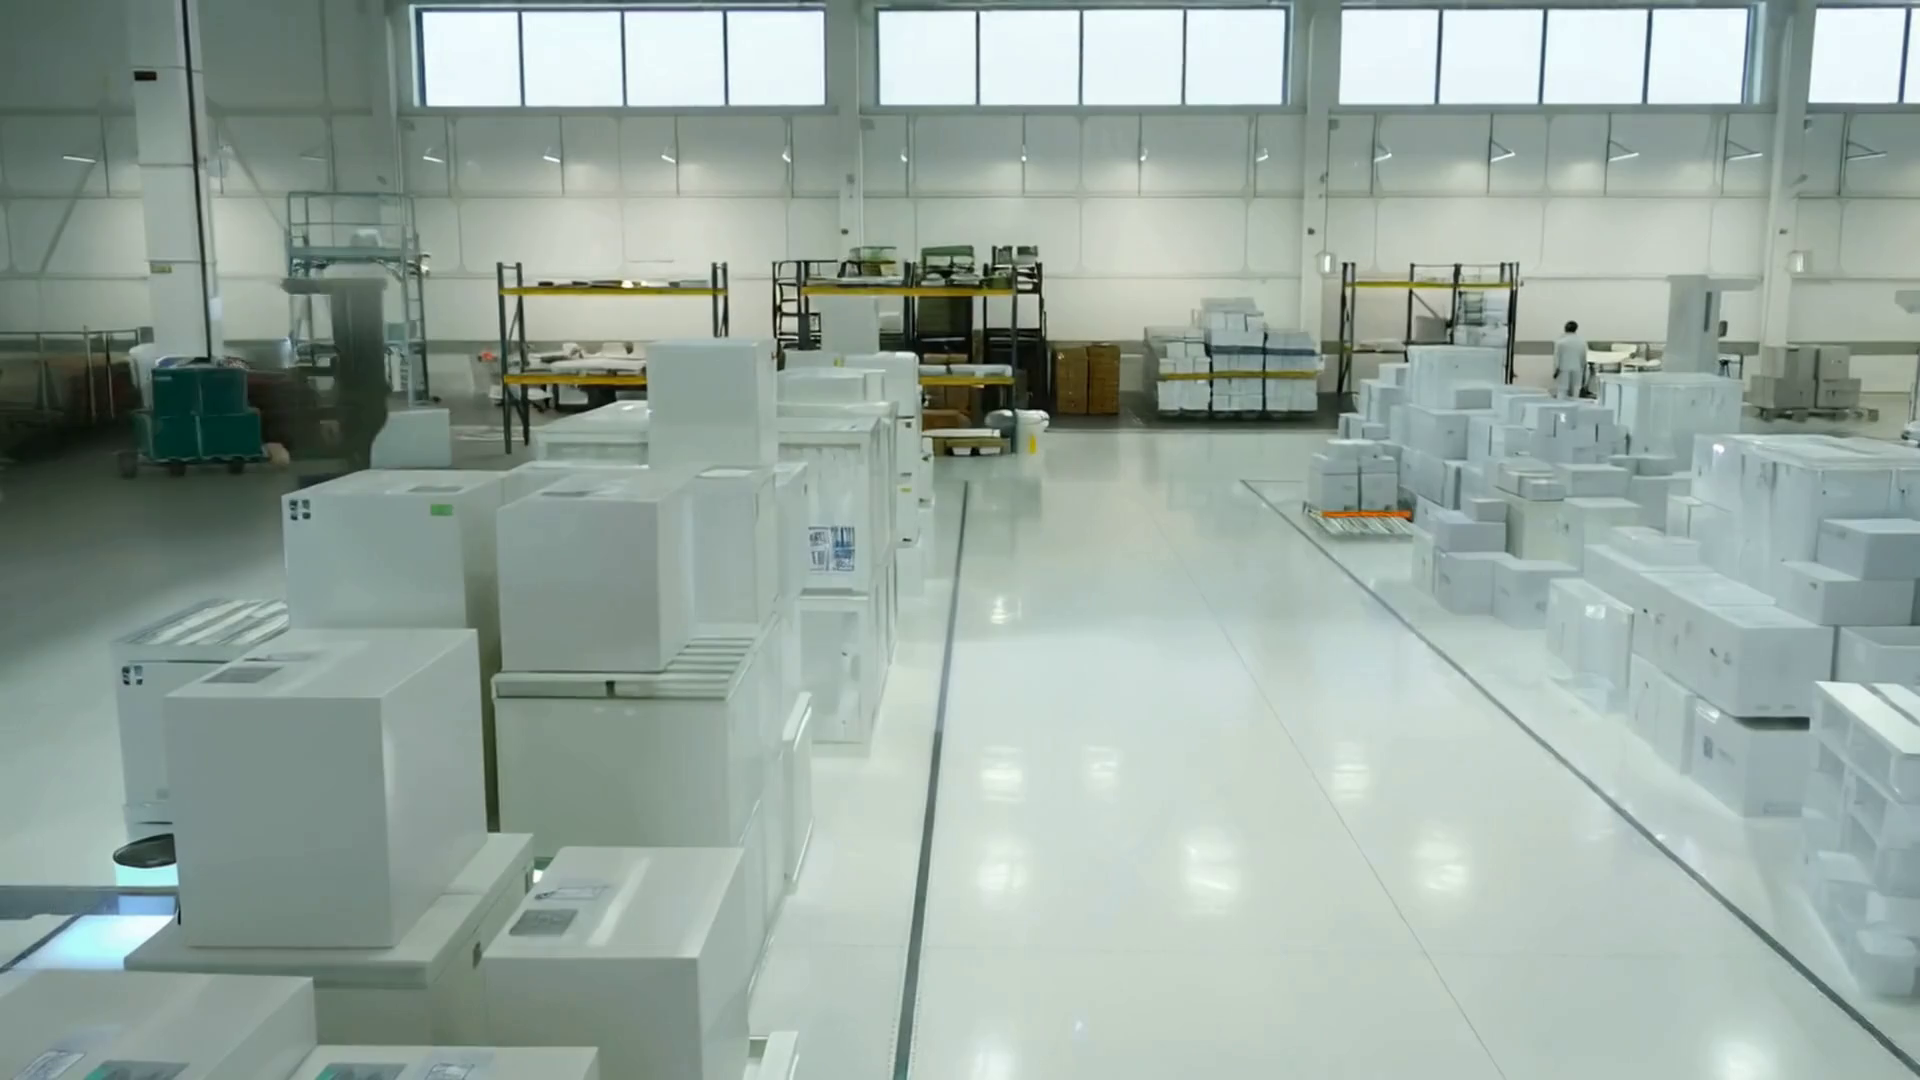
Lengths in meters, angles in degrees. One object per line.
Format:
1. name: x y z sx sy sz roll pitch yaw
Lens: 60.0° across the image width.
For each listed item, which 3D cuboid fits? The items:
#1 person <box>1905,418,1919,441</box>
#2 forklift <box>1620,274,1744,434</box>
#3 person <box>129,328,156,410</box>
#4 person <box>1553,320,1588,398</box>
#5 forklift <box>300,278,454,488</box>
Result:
1. person: 8.882 -0.486 15.199 0.625 1.990 0.395 0 9 1
2. forklift: 12.701 -3.275 29.255 1.873 2.768 1.129 0 9 1
3. person: -13.639 -2.608 28.071 0.637 1.938 0.355 0 9 1
4. person: 11.639 -3.221 31.748 0.637 1.936 0.355 0 9 1
5. forklift: -7.828 -2.087 22.138 1.873 2.768 1.129 -5 11 -25
